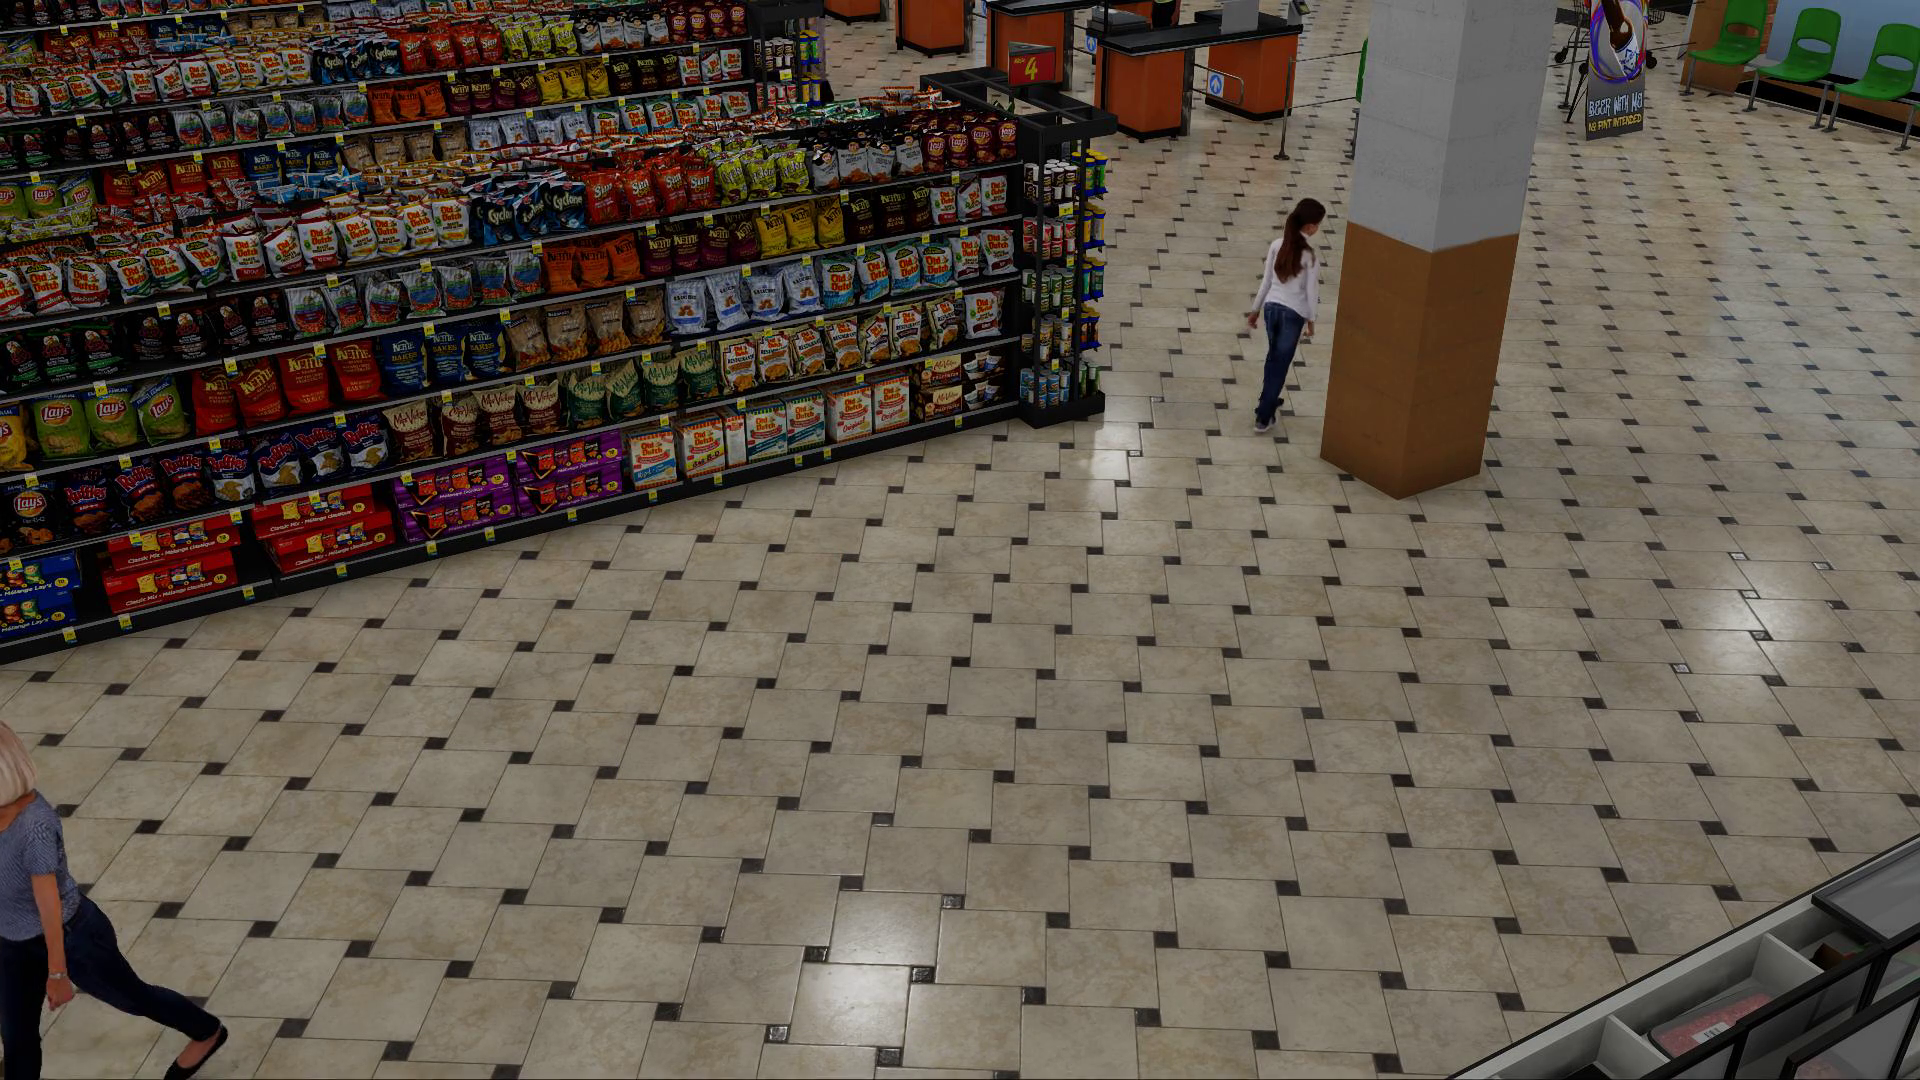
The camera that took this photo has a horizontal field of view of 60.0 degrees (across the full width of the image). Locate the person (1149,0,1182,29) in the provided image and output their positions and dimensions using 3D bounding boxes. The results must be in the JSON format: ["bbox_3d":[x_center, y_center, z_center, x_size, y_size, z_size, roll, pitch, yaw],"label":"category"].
[{"bbox_3d":[2.315,-5.908,18.595,0.525,1.753,0.583,-19,34,-31],"label":"person"}]

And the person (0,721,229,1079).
[{"bbox_3d":[-2.898,1.277,5.517,0.885,1.674,1.203,22,35,34],"label":"person"}]

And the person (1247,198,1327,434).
[{"bbox_3d":[2.021,-1.381,10.536,0.710,1.530,0.807,19,34,31],"label":"person"}]
